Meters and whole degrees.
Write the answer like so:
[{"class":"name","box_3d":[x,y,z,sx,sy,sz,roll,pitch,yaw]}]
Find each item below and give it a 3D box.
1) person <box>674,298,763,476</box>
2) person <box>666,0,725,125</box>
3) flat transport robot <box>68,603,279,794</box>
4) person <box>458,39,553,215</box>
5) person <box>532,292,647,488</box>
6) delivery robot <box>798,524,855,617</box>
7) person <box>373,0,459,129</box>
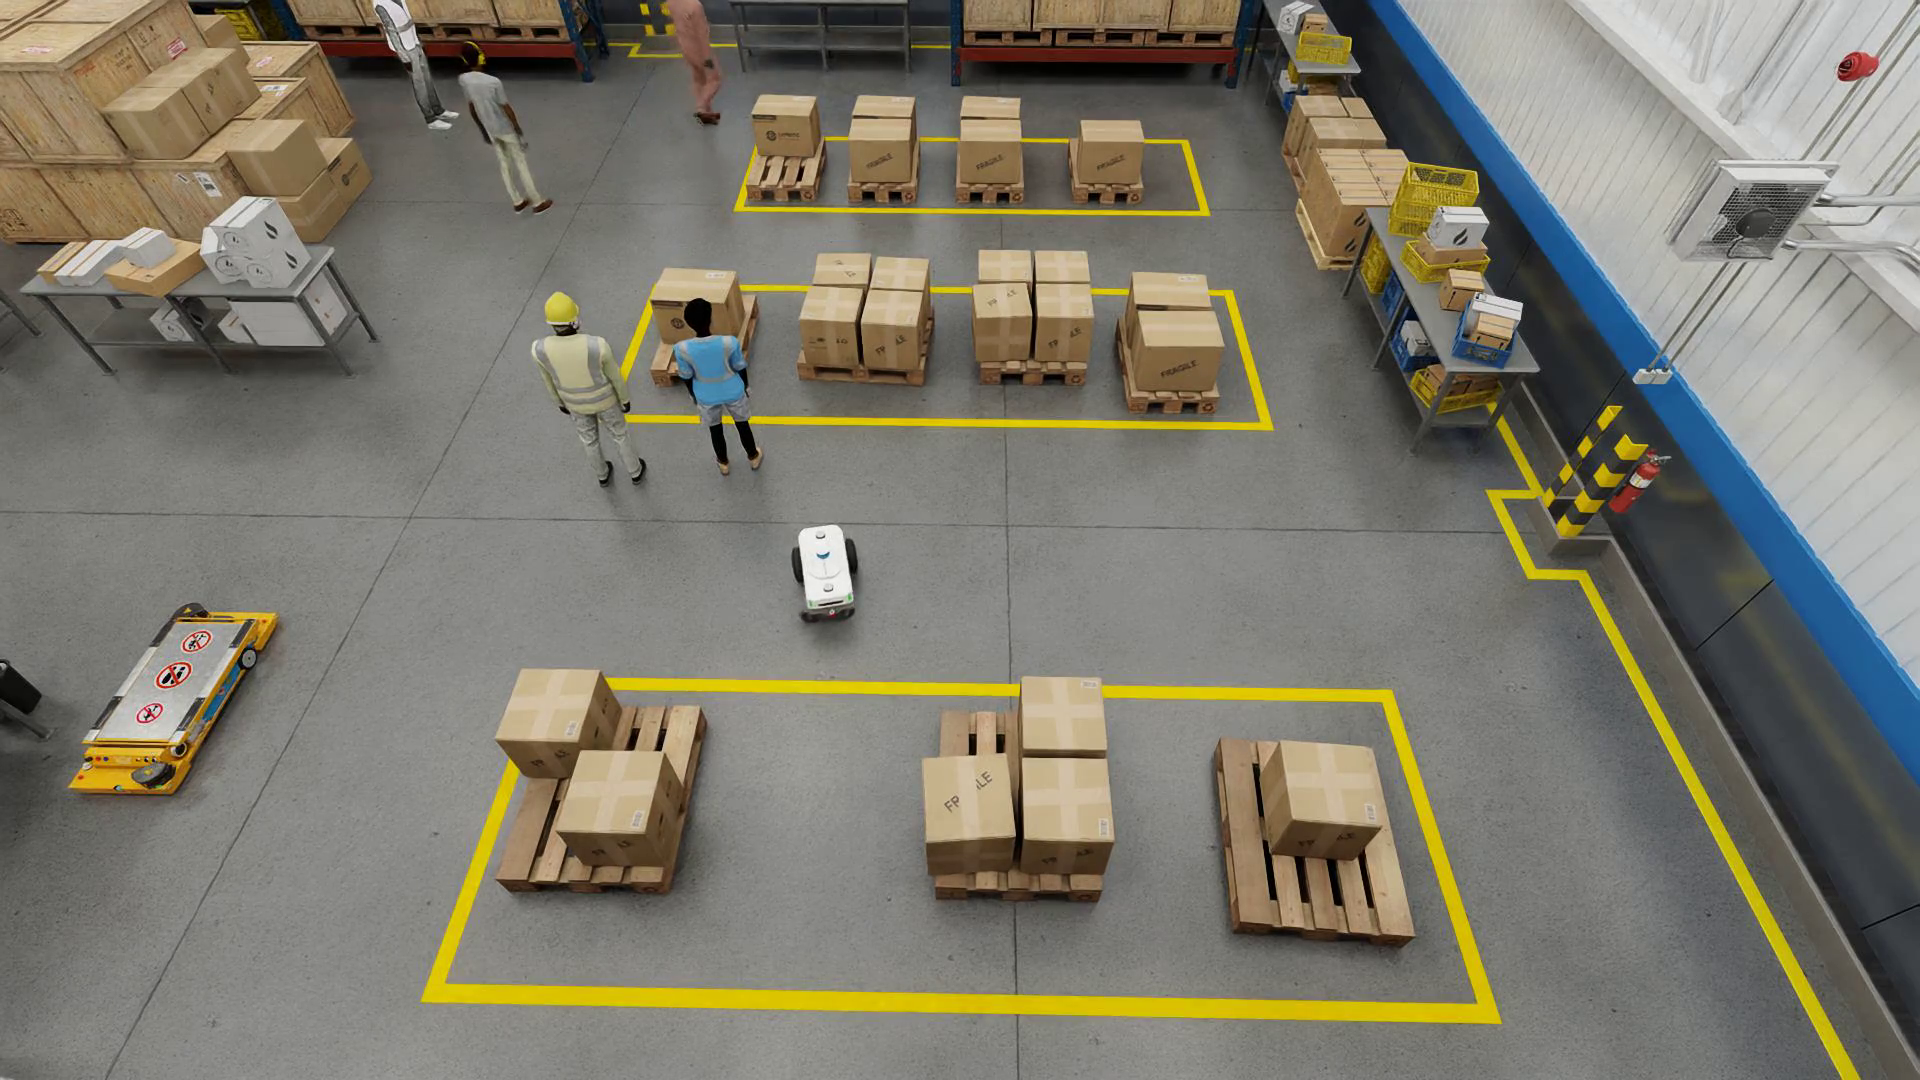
[{"class":"person","box_3d":[-1.951,-1.203,7.441,0.532,1.692,0.320,-9,50,-7]},{"class":"person","box_3d":[-3.298,-6.187,11.528,0.424,1.889,0.658,-37,59,-27]},{"class":"flat transport robot","box_3d":[-5.504,1.072,6.442,0.652,0.197,1.431,1,50,1]},{"class":"person","box_3d":[-5.073,-4.521,10.138,0.533,1.864,0.310,7,50,6]},{"class":"person","box_3d":[-2.943,-1.152,7.317,0.598,1.825,0.404,-6,50,-5]},{"class":"delivery robot","box_3d":[-1.014,0.223,6.917,0.477,0.478,0.707,-9,50,-8]},{"class":"person","box_3d":[-6.929,-6.176,11.511,0.383,1.912,0.593,-2,50,-2]}]
